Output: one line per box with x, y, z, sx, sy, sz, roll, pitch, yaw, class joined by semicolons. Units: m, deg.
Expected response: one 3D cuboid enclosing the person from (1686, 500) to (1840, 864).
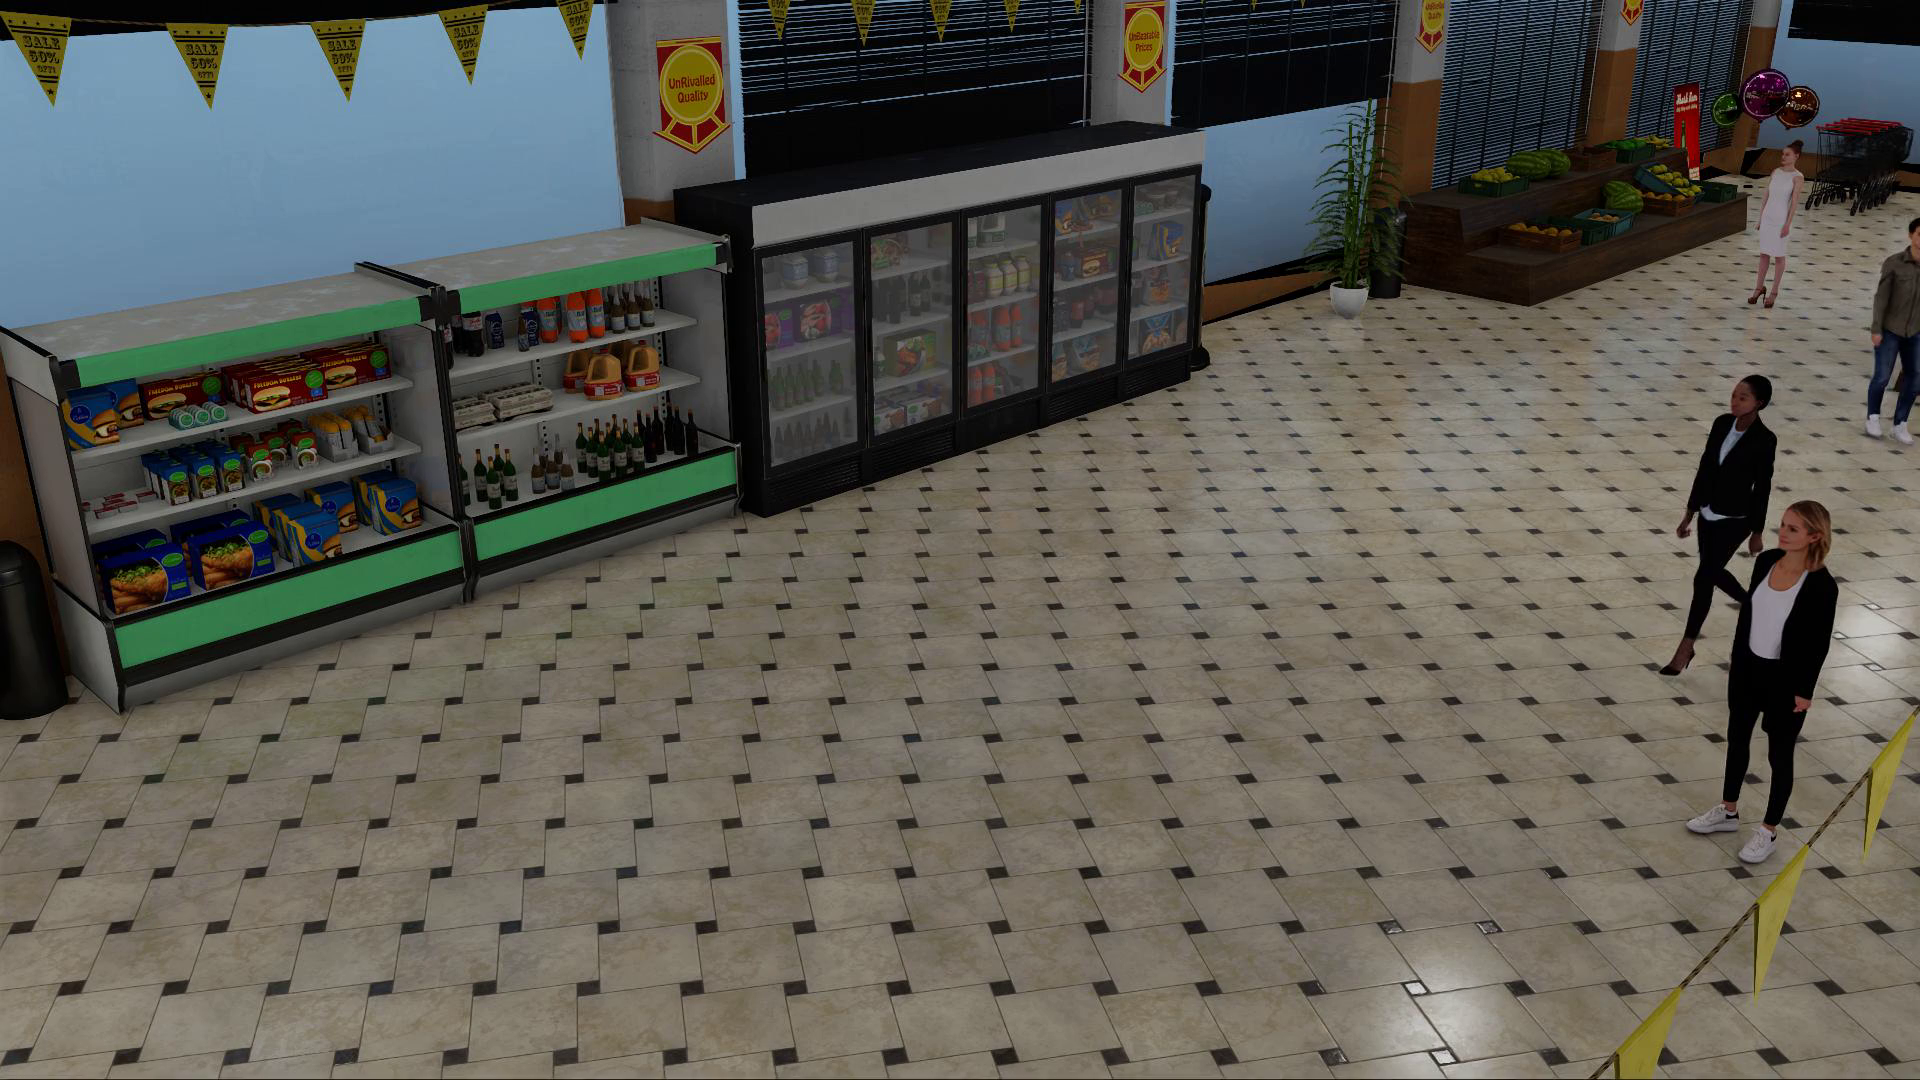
3.827;0.657;7.823;0.636;1.801;0.666;-9;24;-22;person

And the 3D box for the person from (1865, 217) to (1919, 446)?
7.759;-1.753;13.766;0.948;1.841;1.015;3;22;7;person

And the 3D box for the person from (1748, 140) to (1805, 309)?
8.830;-3.408;17.949;0.582;1.793;0.622;-10;24;-23;person

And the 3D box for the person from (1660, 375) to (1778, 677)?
4.501;-0.078;9.649;1.177;1.803;0.913;-7;23;-18;person
